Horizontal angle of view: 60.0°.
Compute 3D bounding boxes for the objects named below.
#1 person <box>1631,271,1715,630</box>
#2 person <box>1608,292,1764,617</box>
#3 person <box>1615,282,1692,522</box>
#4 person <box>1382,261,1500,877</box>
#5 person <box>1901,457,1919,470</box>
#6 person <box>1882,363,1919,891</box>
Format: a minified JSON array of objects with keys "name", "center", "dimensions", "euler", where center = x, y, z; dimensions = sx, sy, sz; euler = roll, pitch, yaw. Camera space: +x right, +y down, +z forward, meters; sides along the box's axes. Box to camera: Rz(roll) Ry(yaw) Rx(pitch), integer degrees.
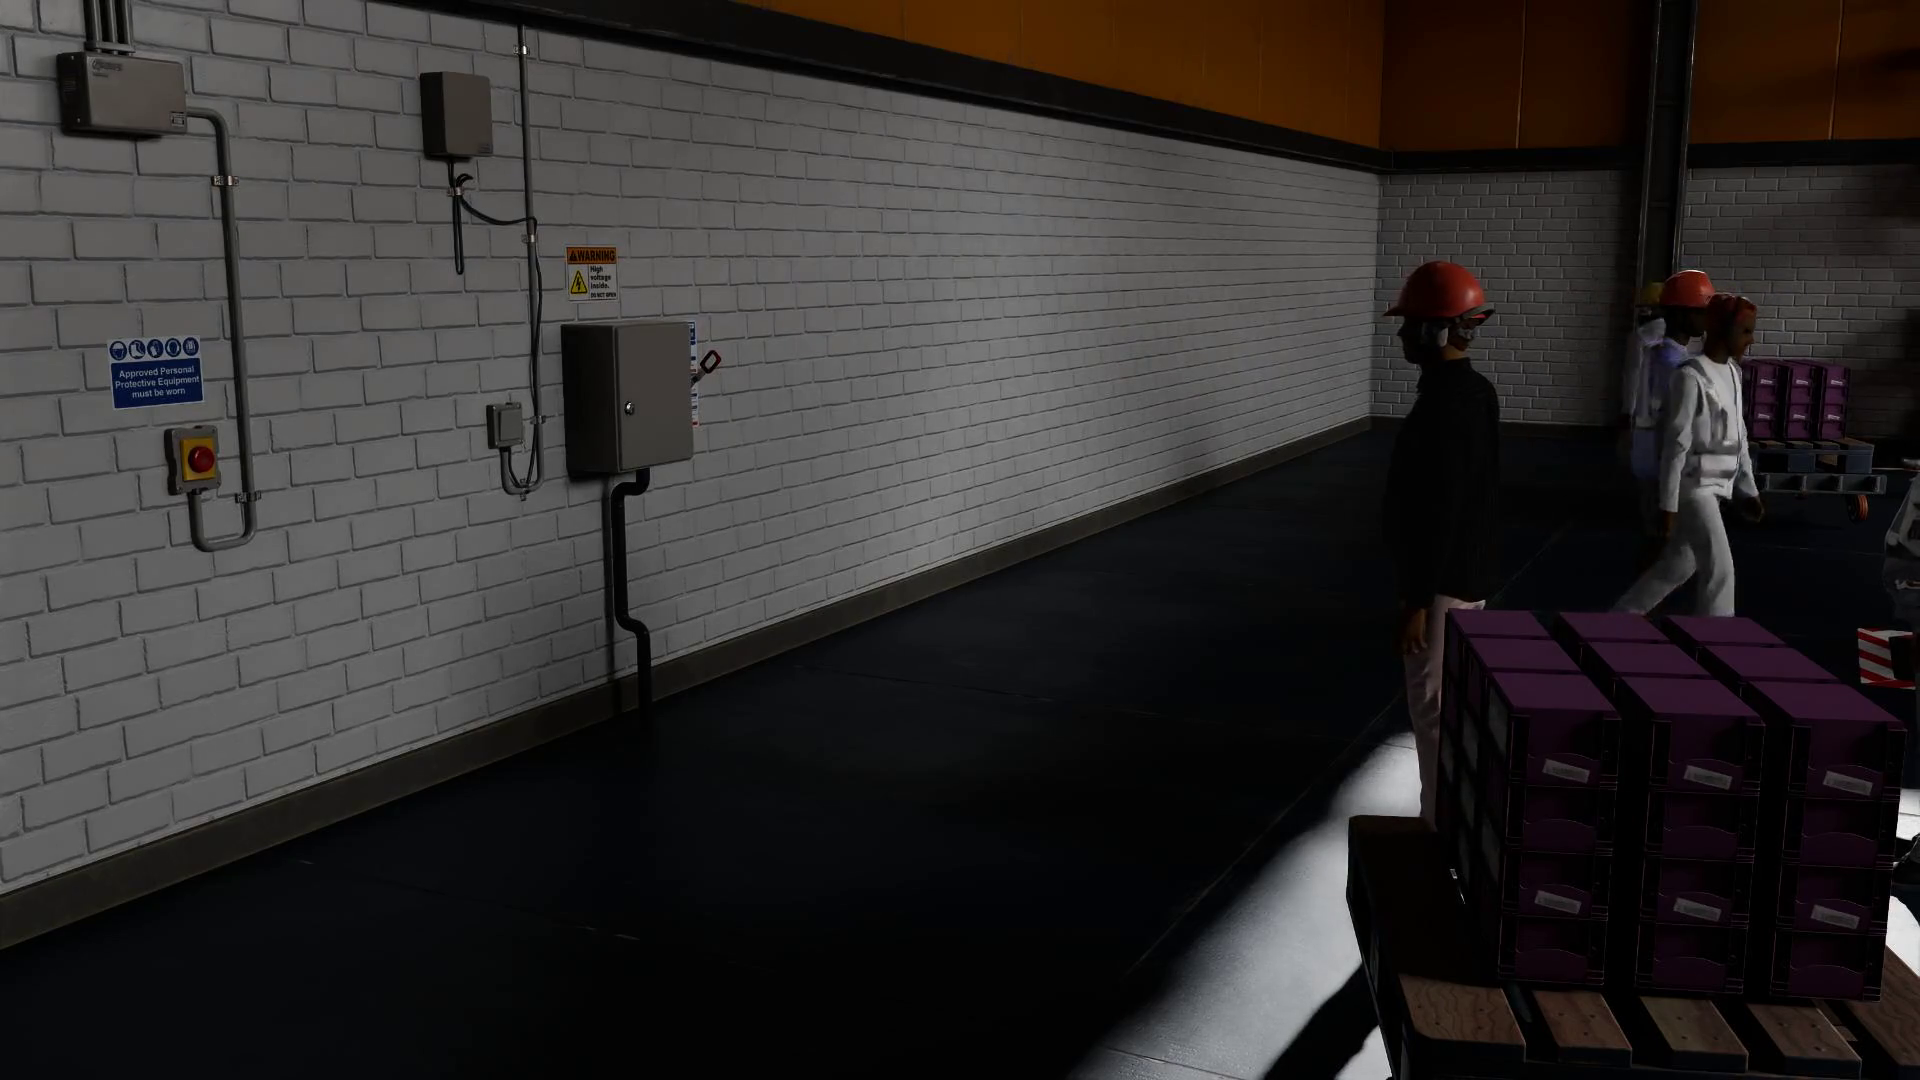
[{"name":"person","center":[3.521,-0.354,8.226],"dimensions":[0.364,1.934,0.552],"euler":[4,10,21]},{"name":"person","center":[3.417,-0.236,7.813],"dimensions":[0.903,1.850,0.589],"euler":[8,13,40]},{"name":"person","center":[5.154,-1.009,12.382],"dimensions":[0.623,1.812,0.461],"euler":[-4,11,-24]},{"name":"person","center":[1.497,0.130,5.254],"dimensions":[0.383,1.996,0.609],"euler":[5,11,29]},{"name":"person","center":[8.950,-1.353,14.951],"dimensions":[0.825,1.592,0.510],"euler":[8,12,37]},{"name":"person","center":[3.146,0.208,5.275],"dimensions":[0.404,1.832,0.596],"euler":[8,13,40]}]
